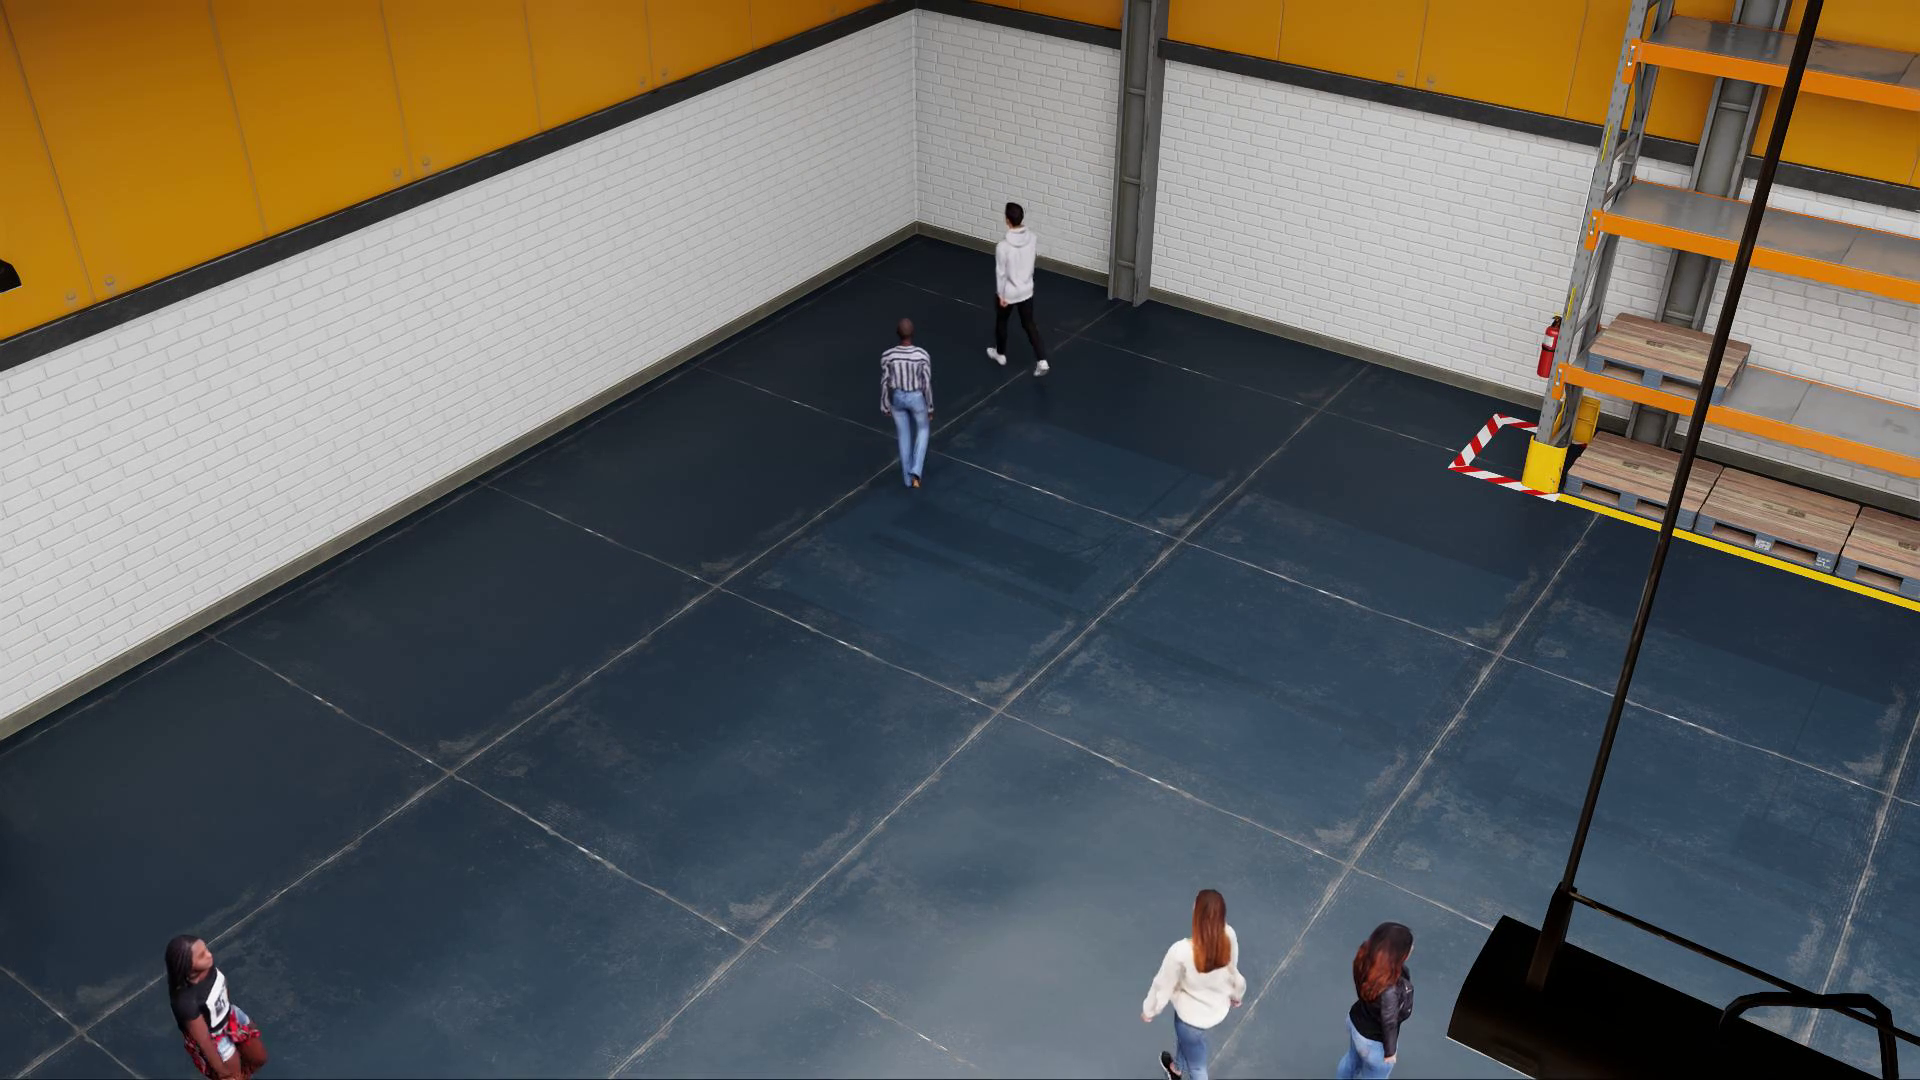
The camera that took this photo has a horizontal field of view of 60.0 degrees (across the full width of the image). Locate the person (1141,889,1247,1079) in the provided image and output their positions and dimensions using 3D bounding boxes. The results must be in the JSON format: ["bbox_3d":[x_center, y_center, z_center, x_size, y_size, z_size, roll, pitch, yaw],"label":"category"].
[{"bbox_3d":[1.441,2.762,9.622,0.929,1.662,0.982,-20,38,-27],"label":"person"}]

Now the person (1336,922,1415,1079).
[{"bbox_3d":[2.379,2.812,9.567,0.771,1.638,0.715,-5,34,-7],"label":"person"}]

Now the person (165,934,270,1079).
[{"bbox_3d":[-4.271,2.872,9.407,0.868,1.716,0.806,-5,34,-8],"label":"person"}]

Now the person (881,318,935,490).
[{"bbox_3d":[-0.476,-1.197,15.468,0.778,1.783,0.856,1,34,2],"label":"person"}]

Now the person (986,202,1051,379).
[{"bbox_3d":[0.653,-2.590,17.464,1.044,1.895,1.314,-17,37,-24],"label":"person"}]
